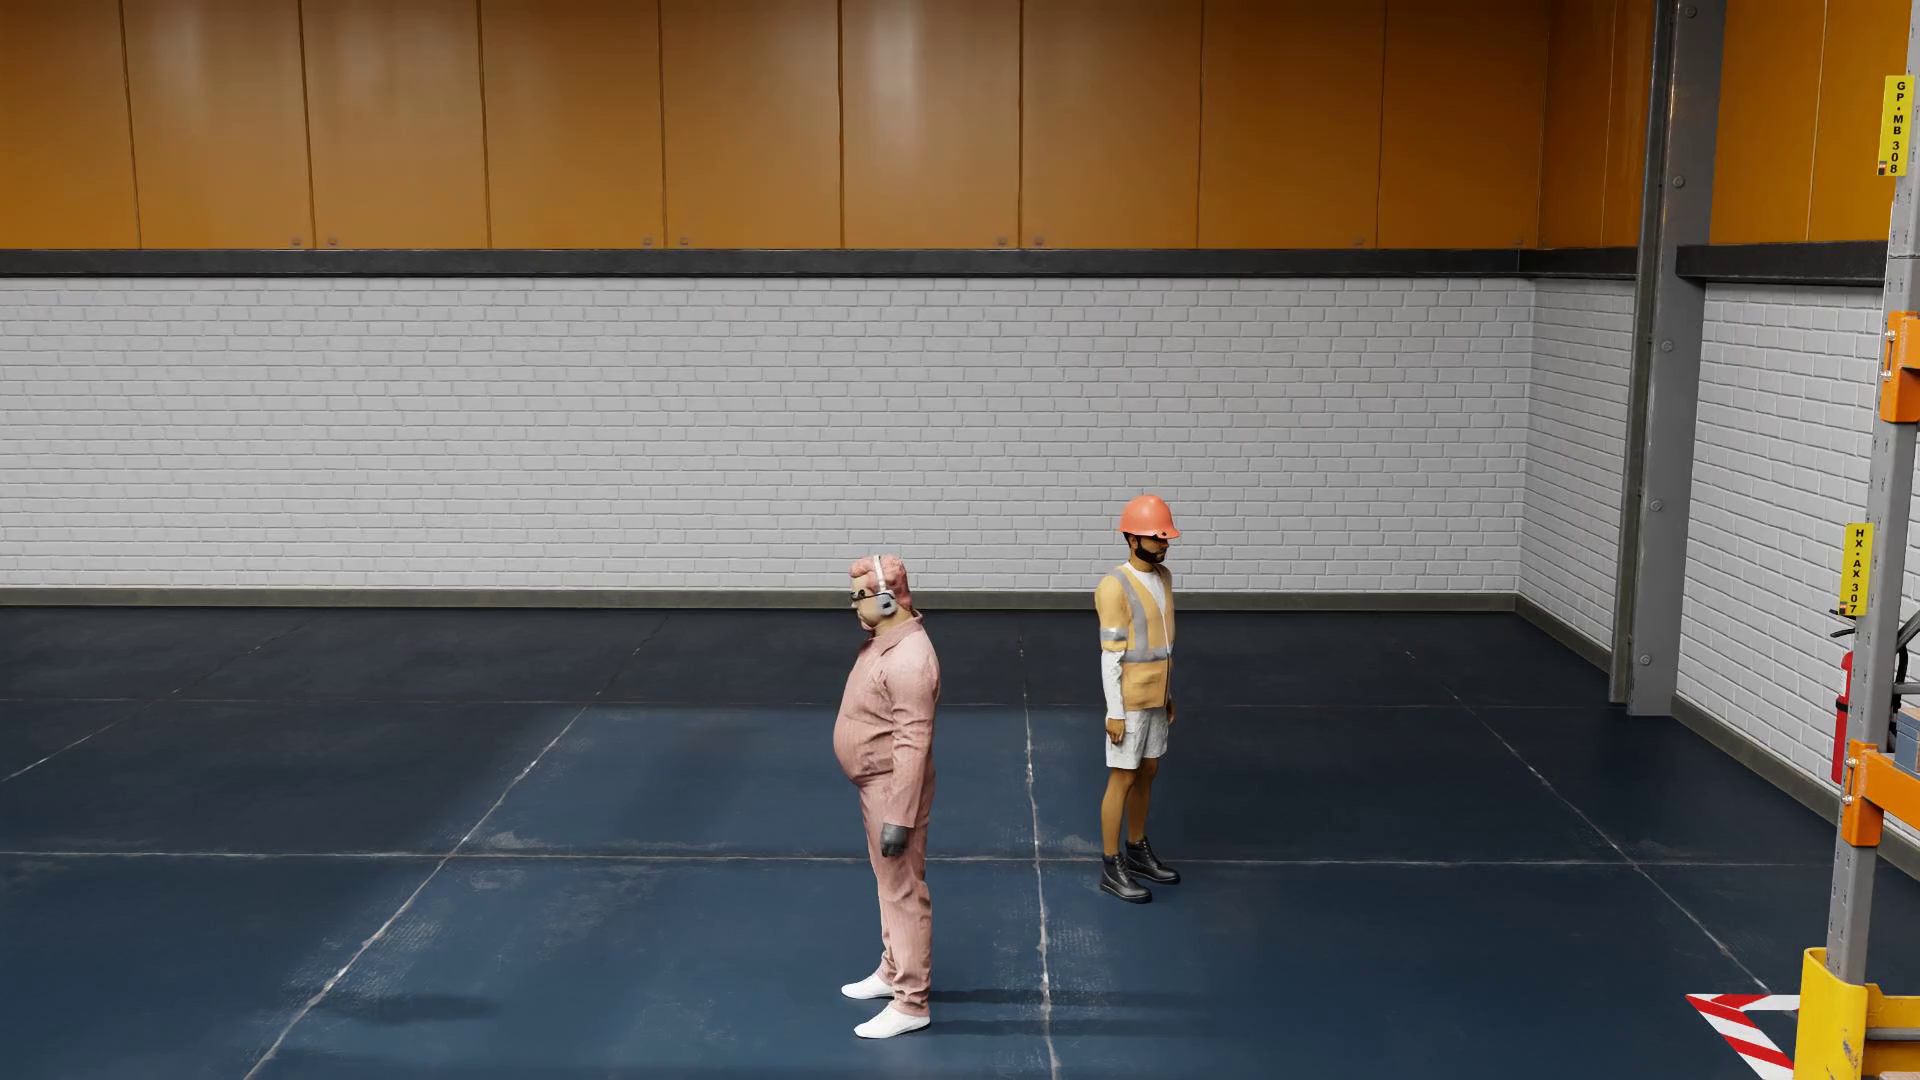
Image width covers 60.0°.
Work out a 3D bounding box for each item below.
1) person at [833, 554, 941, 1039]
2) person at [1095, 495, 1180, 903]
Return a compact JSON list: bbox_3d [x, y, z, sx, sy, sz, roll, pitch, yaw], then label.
[{"bbox_3d":[-0.291,0.994,6.544,0.407,1.902,0.639,-2,10,-9],"label":"person"},{"bbox_3d":[0.874,0.742,7.934,0.357,1.936,0.551,7,12,35],"label":"person"}]
